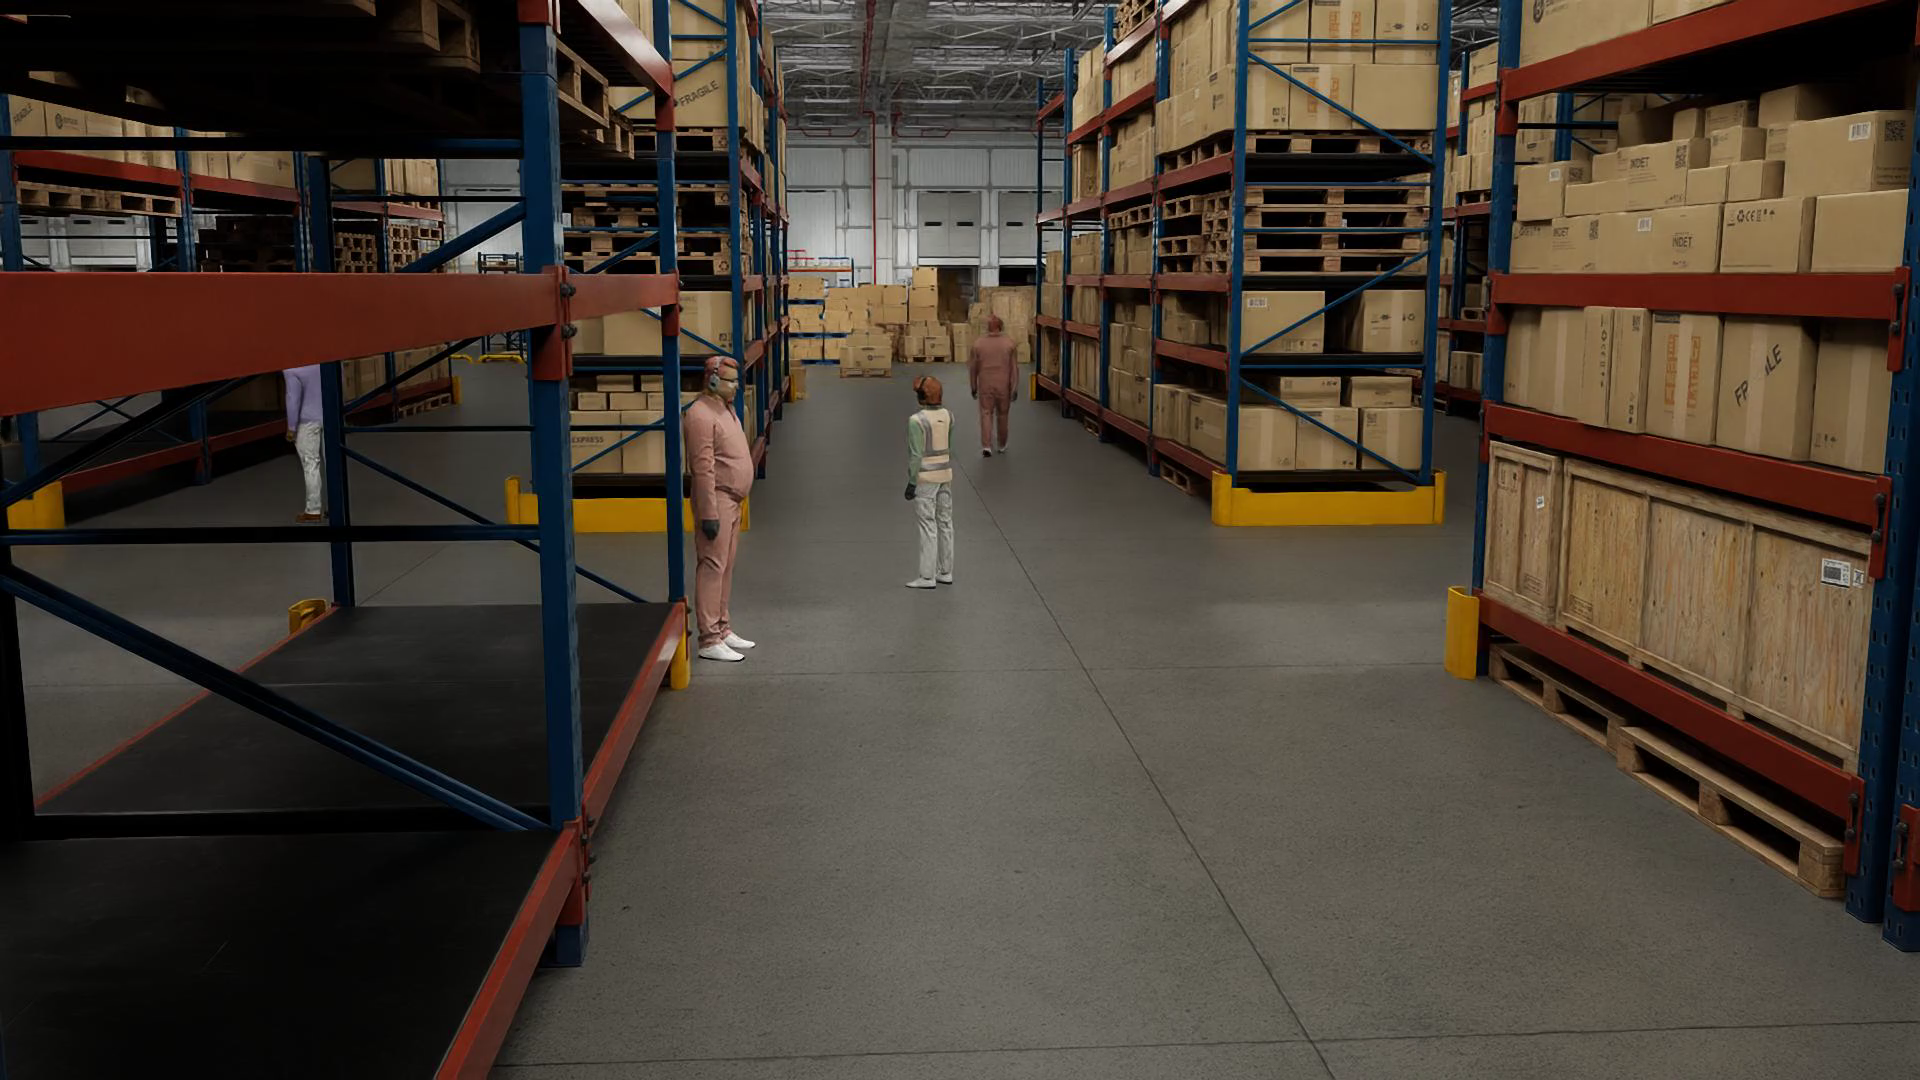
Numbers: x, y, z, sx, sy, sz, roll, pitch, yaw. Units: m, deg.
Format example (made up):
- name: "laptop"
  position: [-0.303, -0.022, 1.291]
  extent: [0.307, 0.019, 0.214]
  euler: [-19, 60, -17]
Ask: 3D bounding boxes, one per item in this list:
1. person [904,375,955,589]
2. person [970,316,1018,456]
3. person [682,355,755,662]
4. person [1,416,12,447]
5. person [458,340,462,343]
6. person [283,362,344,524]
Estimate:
- name: "person"
  position: [-0.228, -0.442, 12.785]
  extent: [0.311, 1.642, 0.513]
  euler: [7, 11, 36]
- name: "person"
  position: [0.449, -2.053, 22.229]
  extent: [0.659, 1.865, 0.977]
  euler: [1, 9, 6]
- name: "person"
  position: [-1.500, -0.204, 10.465]
  extent: [0.410, 1.906, 0.642]
  euler: [1, 9, 5]
- name: "person"
  position: [-12.888, -2.025, 22.640]
  extent: [0.546, 1.652, 0.838]
  euler: [-1, 9, -5]
- name: "person"
  position: [-17.086, -7.481, 56.666]
  extent: [0.490, 1.741, 0.322]
  euler: [9, 12, 43]
- name: "person"
  position: [-6.267, -1.128, 16.161]
  extent: [0.372, 1.940, 0.631]
  euler: [6, 11, 33]
